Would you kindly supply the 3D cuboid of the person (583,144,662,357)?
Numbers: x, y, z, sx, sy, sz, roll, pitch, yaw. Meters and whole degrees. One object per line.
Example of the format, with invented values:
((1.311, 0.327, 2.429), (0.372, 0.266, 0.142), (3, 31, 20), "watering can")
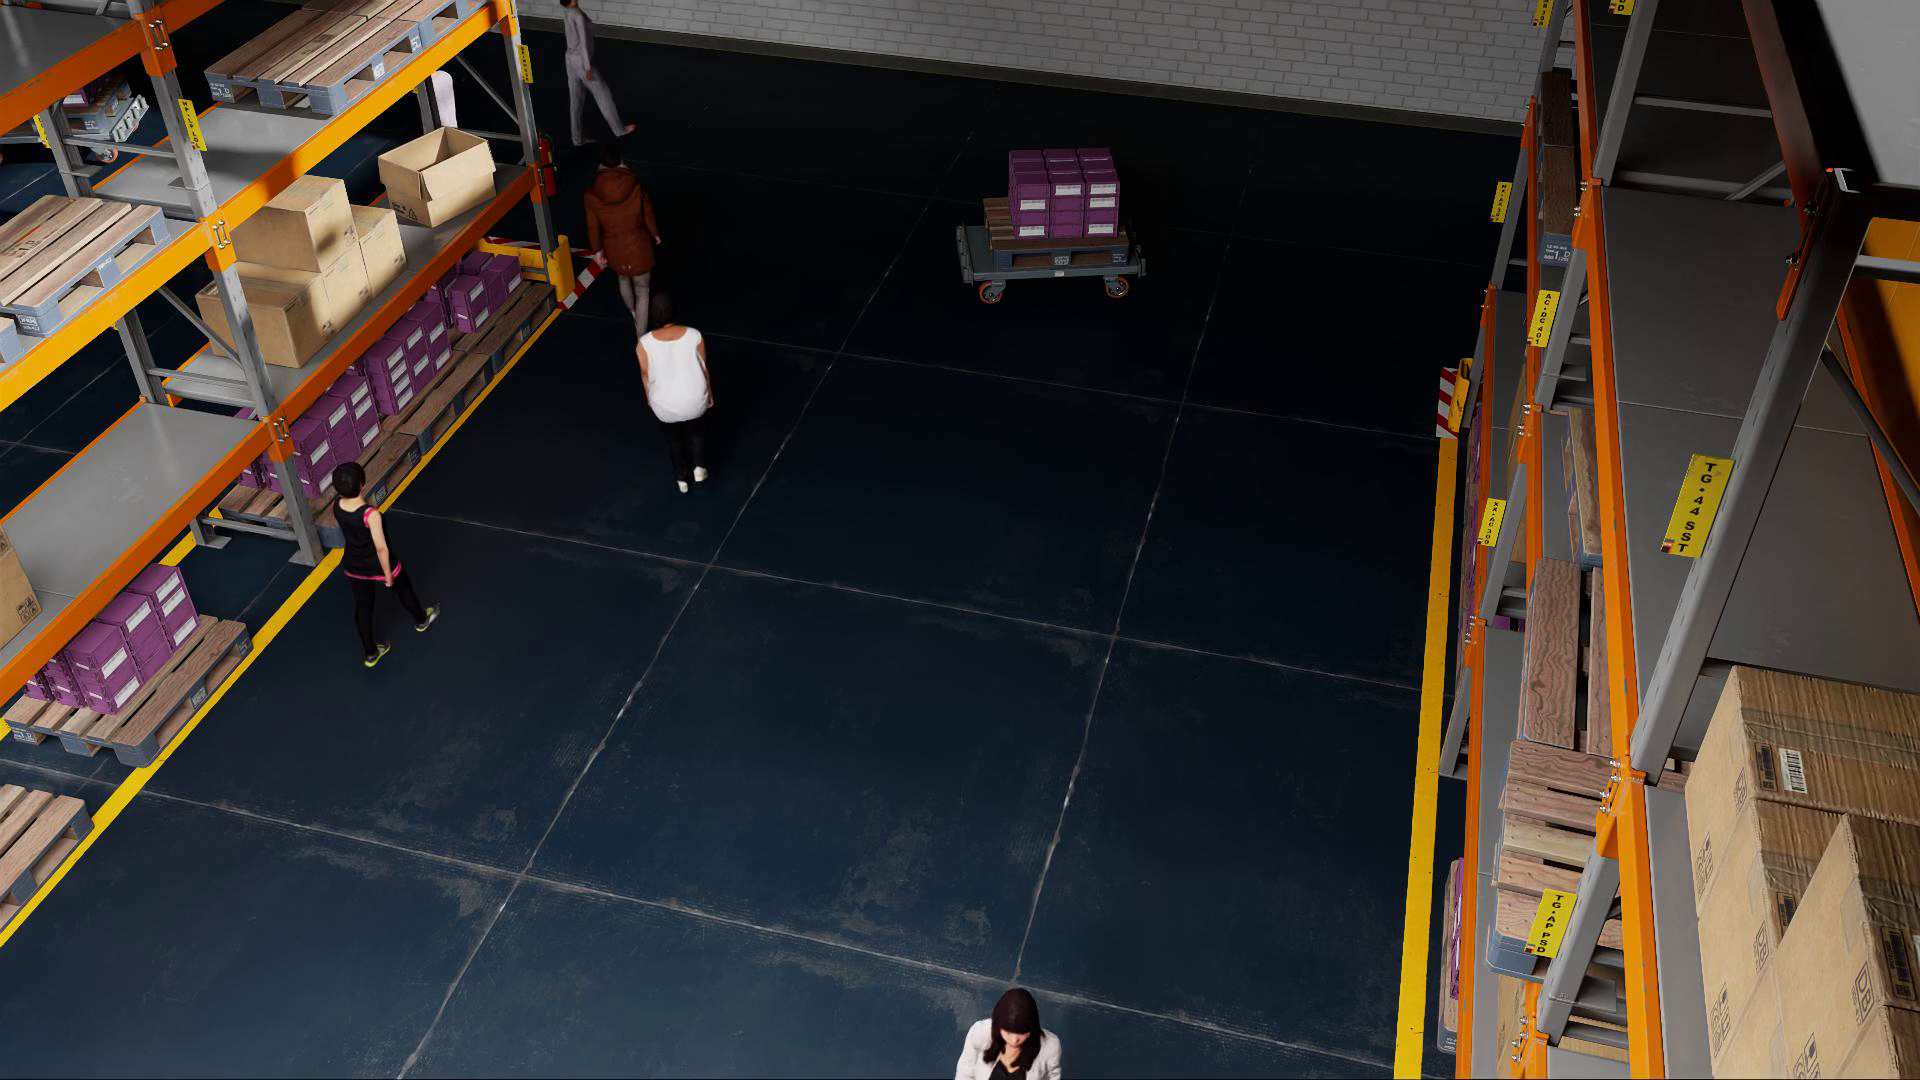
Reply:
((-2.787, -2.366, 13.898), (0.861, 1.794, 1.118), (2, 39, 2), "person")

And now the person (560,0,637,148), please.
((-3.960, -4.863, 17.059), (1.028, 1.751, 0.942), (-23, 44, -26), "person")

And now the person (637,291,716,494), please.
((-2.090, -1.052, 12.346), (0.767, 1.679, 0.761), (-5, 39, -7), "person")

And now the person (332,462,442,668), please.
((-3.915, 0.195, 10.904), (0.584, 1.528, 0.880), (12, 40, 14), "person")

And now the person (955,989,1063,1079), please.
((0.236, 2.577, 7.870), (0.642, 1.592, 1.057), (9, 39, 11), "person")
